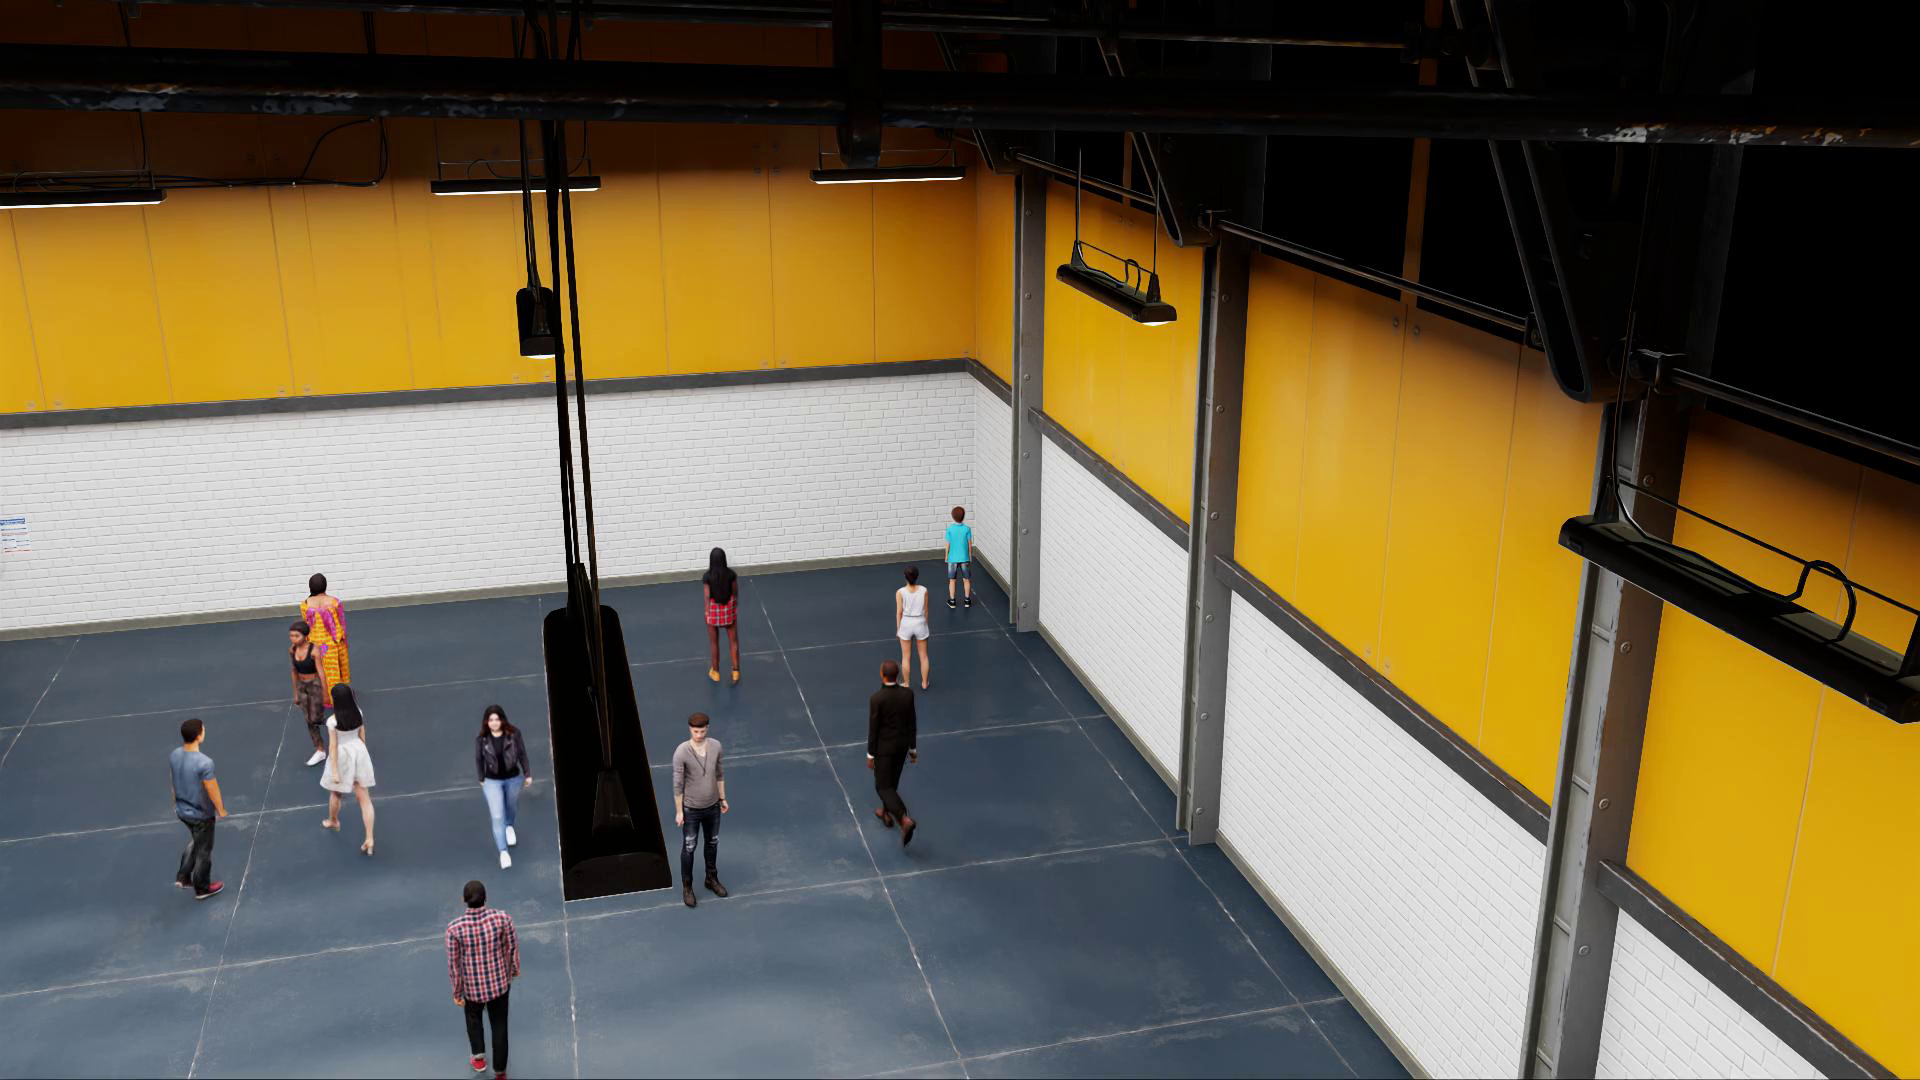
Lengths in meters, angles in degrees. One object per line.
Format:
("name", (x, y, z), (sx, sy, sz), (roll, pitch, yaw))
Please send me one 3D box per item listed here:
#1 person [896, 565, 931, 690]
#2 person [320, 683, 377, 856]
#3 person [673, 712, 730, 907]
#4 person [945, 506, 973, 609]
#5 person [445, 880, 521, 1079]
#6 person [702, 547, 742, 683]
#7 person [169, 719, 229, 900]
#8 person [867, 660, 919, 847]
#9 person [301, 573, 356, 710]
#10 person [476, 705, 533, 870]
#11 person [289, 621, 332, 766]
("person", (-0.569, 1.067, 20.284), (0.591, 1.601, 0.574), (-3, 19, -8))
("person", (-5.974, 2.286, 16.448), (1.180, 1.740, 1.025), (15, 24, 37))
("person", (-2.446, 2.478, 15.626), (0.748, 1.901, 0.696), (-12, 22, -32))
("person", (-0.014, 0.227, 23.019), (0.541, 1.449, 0.512), (-3, 19, -8))
("person", (-3.680, 3.466, 12.929), (0.697, 1.749, 0.710), (-6, 19, -16))
("person", (-2.932, 0.919, 20.523), (0.639, 1.730, 0.653), (-8, 20, -22))
("person", (-7.214, 2.560, 15.549), (0.832, 1.794, 0.884), (8, 20, 22))
("person", (-0.652, 2.139, 16.671), (0.935, 1.877, 1.281), (-11, 22, -30))
("person", (-7.569, 1.164, 19.864), (0.639, 1.686, 0.644), (-4, 19, -12))
("person", (-4.521, 2.364, 16.450), (0.729, 1.592, 1.115), (-7, 20, -20))
("person", (-7.126, 1.645, 18.431), (0.794, 1.689, 0.874), (7, 20, 20))
